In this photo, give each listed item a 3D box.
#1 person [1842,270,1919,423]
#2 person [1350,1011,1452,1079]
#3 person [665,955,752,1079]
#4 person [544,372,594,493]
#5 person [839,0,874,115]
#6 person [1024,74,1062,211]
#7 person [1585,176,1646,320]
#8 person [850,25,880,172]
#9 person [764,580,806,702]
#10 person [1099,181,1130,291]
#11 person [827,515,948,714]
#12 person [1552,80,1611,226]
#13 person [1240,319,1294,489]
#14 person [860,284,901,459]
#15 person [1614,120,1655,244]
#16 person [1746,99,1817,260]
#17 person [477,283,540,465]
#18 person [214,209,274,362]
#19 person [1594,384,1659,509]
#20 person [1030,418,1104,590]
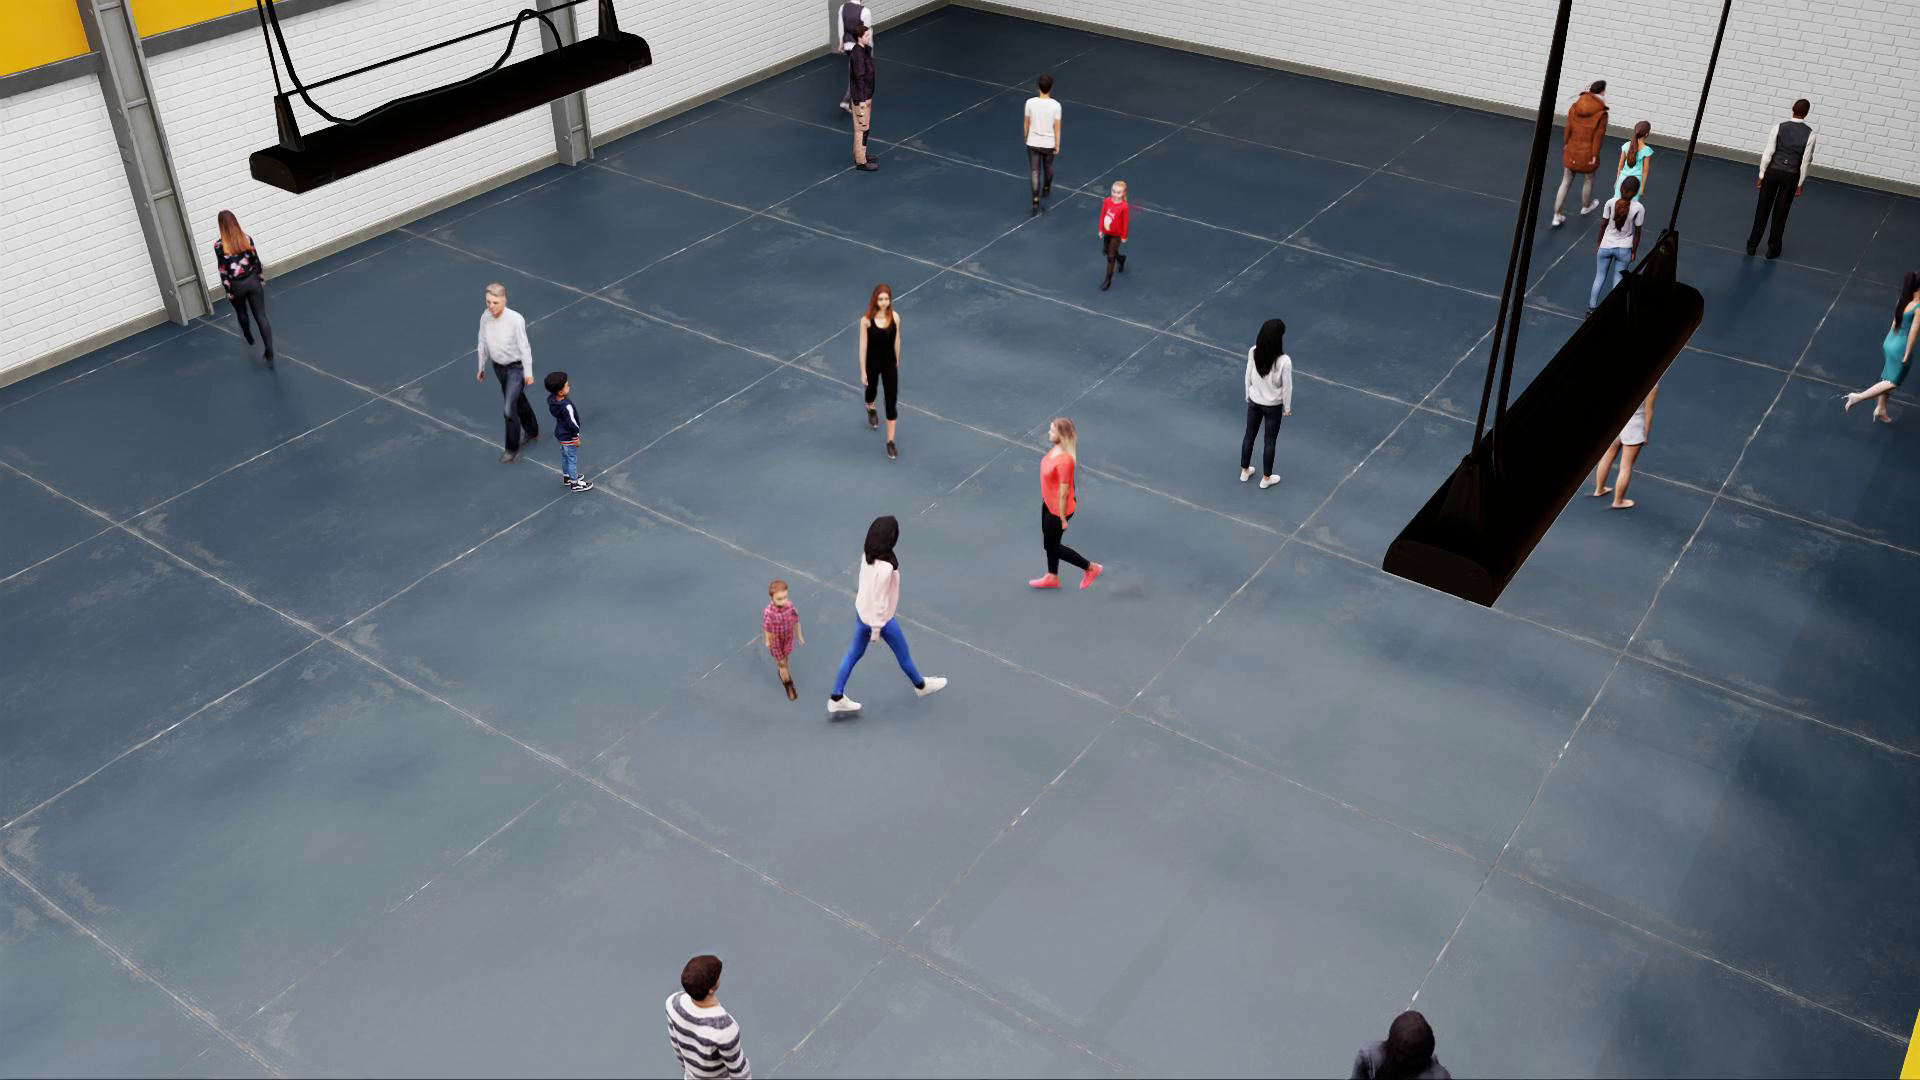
[{"bbox_3d":[9.197,-1.879,16.426,0.883,1.675,0.862,-2,34,-3],"label":"person"},{"bbox_3d":[2.321,3.146,8.960,0.812,1.572,1.078,13,36,18],"label":"person"},{"bbox_3d":[-1.336,2.940,9.015,0.646,1.855,0.521,20,39,27],"label":"person"},{"bbox_3d":[-3.681,-1.025,15.552,0.586,1.221,0.581,-21,39,-28],"label":"person"},{"bbox_3d":[-1.550,-7.090,24.170,0.742,1.782,1.228,19,38,26],"label":"person"},{"bbox_3d":[1.022,-5.032,21.164,0.978,1.682,1.165,2,34,3],"label":"person"},{"bbox_3d":[7.246,-3.206,18.384,0.602,1.719,0.539,17,37,24],"label":"person"},{"bbox_3d":[-1.315,-5.958,22.338,0.851,1.925,0.758,-2,34,-3],"label":"person"},{"bbox_3d":[-1.418,0.719,13.119,0.639,1.009,0.646,-17,37,-23],"label":"person"},{"bbox_3d":[1.813,-3.586,19.366,0.520,1.264,0.833,23,40,31],"label":"person"},{"bbox_3d":[-0.723,0.626,12.635,1.285,1.699,1.107,-11,35,-16],"label":"person"},{"bbox_3d":[7.673,-4.753,20.644,1.127,1.794,0.854,-28,43,-35],"label":"person"},{"bbox_3d":[2.847,-1.292,15.521,0.623,1.700,0.545,23,40,31],"label":"person"},{"bbox_3d":[-0.794,-1.715,16.164,1.077,1.693,1.123,-6,34,-9],"label":"person"},{"bbox_3d":[8.162,-4.351,20.252,0.580,1.558,0.571,28,43,36],"label":"person"},{"bbox_3d":[9.825,-4.330,19.896,0.691,1.917,0.571,19,38,26],"label":"person"},{"bbox_3d":[-4.281,-1.693,16.042,0.708,1.791,0.905,19,38,26],"label":"person"},{"bbox_3d":[-7.559,-2.661,17.635,1.108,1.640,0.930,-20,39,-28],"label":"person"},{"bbox_3d":[6.132,-1.062,15.251,0.648,1.615,0.641,-16,37,-23],"label":"person"},{"bbox_3d":[0.917,-0.273,14.008,0.916,1.677,0.894,-1,34,-1],"label":"person"}]
